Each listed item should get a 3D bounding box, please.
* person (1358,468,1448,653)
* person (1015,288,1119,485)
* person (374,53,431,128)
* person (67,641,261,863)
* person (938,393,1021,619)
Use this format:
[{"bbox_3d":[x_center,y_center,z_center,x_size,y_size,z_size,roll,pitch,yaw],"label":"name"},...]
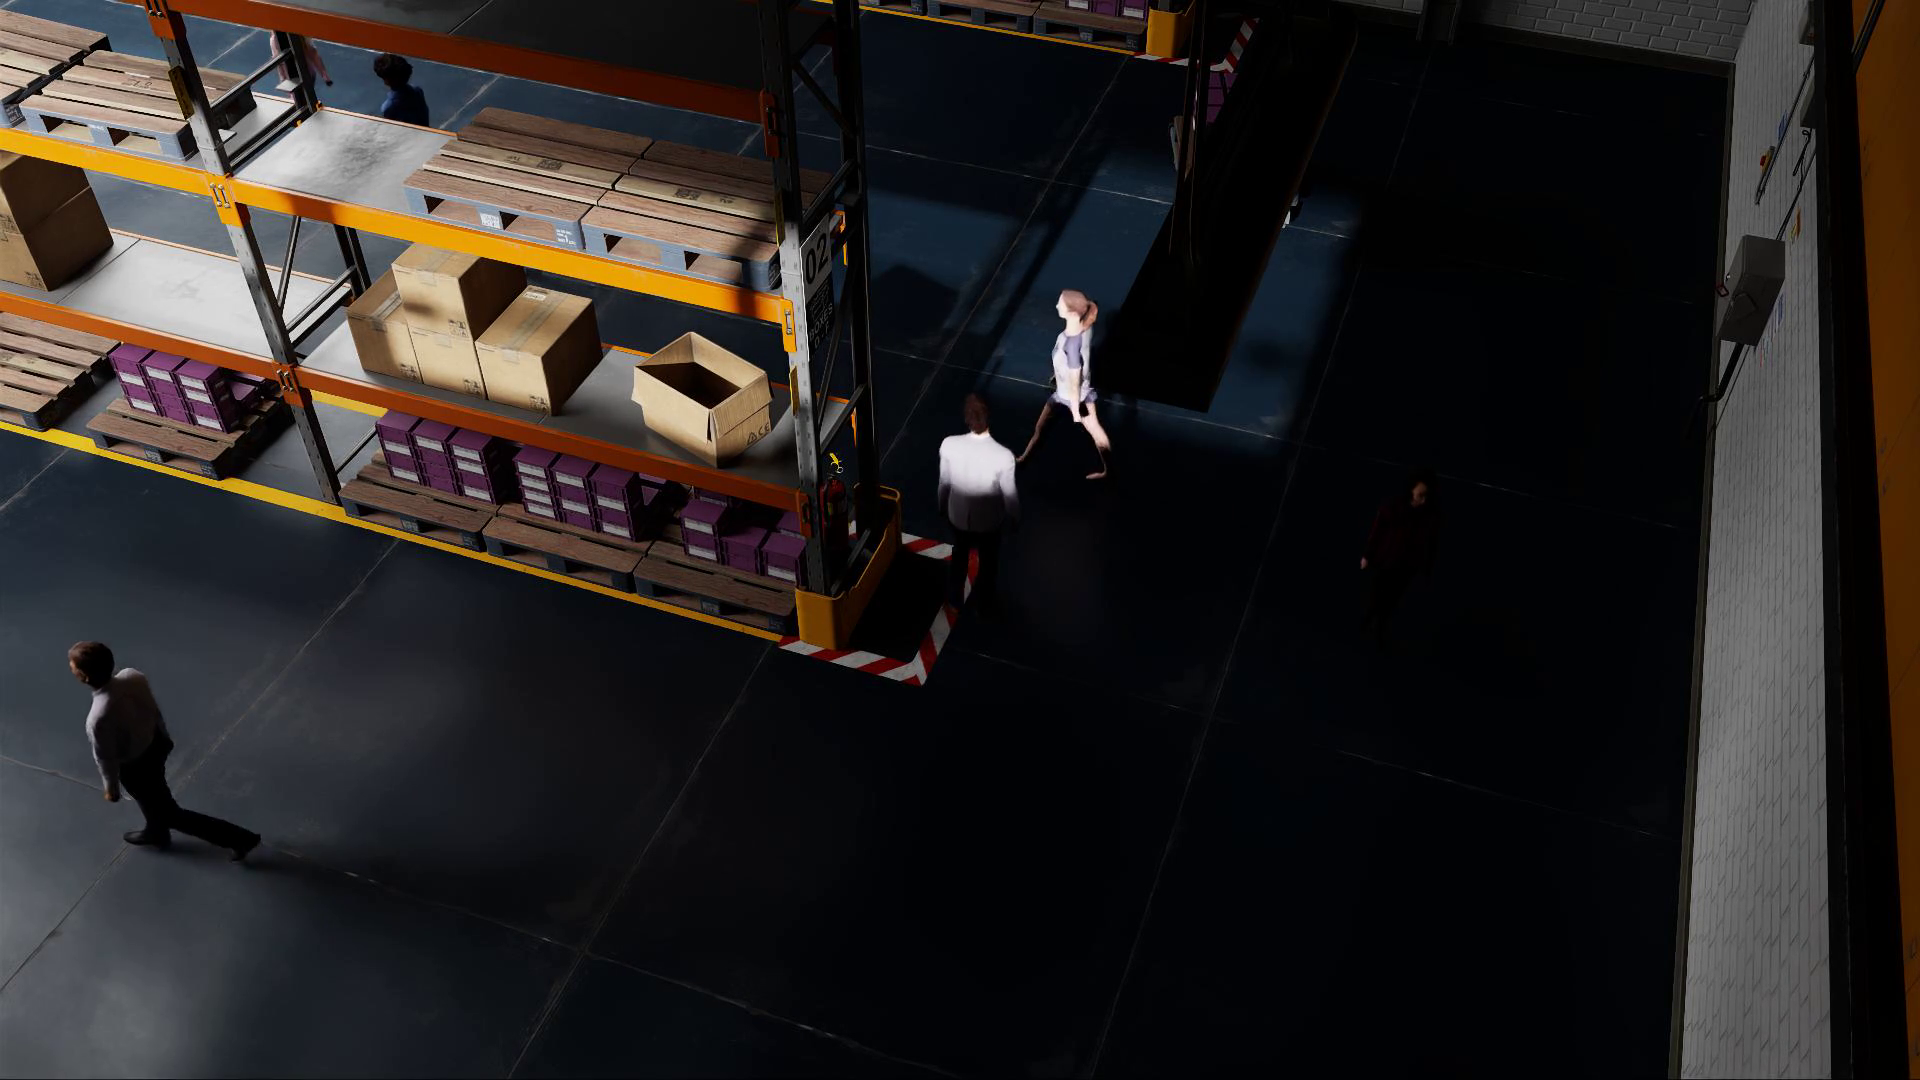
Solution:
[{"bbox_3d":[2.838,0.079,10.911,0.706,1.643,0.784,-2,44,-2],"label":"person"},{"bbox_3d":[0.907,-1.050,12.043,1.144,1.717,0.599,16,46,16],"label":"person"},{"bbox_3d":[-4.666,-3.342,14.399,1.094,1.784,0.749,19,47,19],"label":"person"},{"bbox_3d":[-4.634,1.275,9.546,1.240,1.794,0.916,0,44,0],"label":"person"},{"bbox_3d":[0.071,-0.122,10.985,0.656,1.831,0.775,11,45,12],"label":"person"}]
